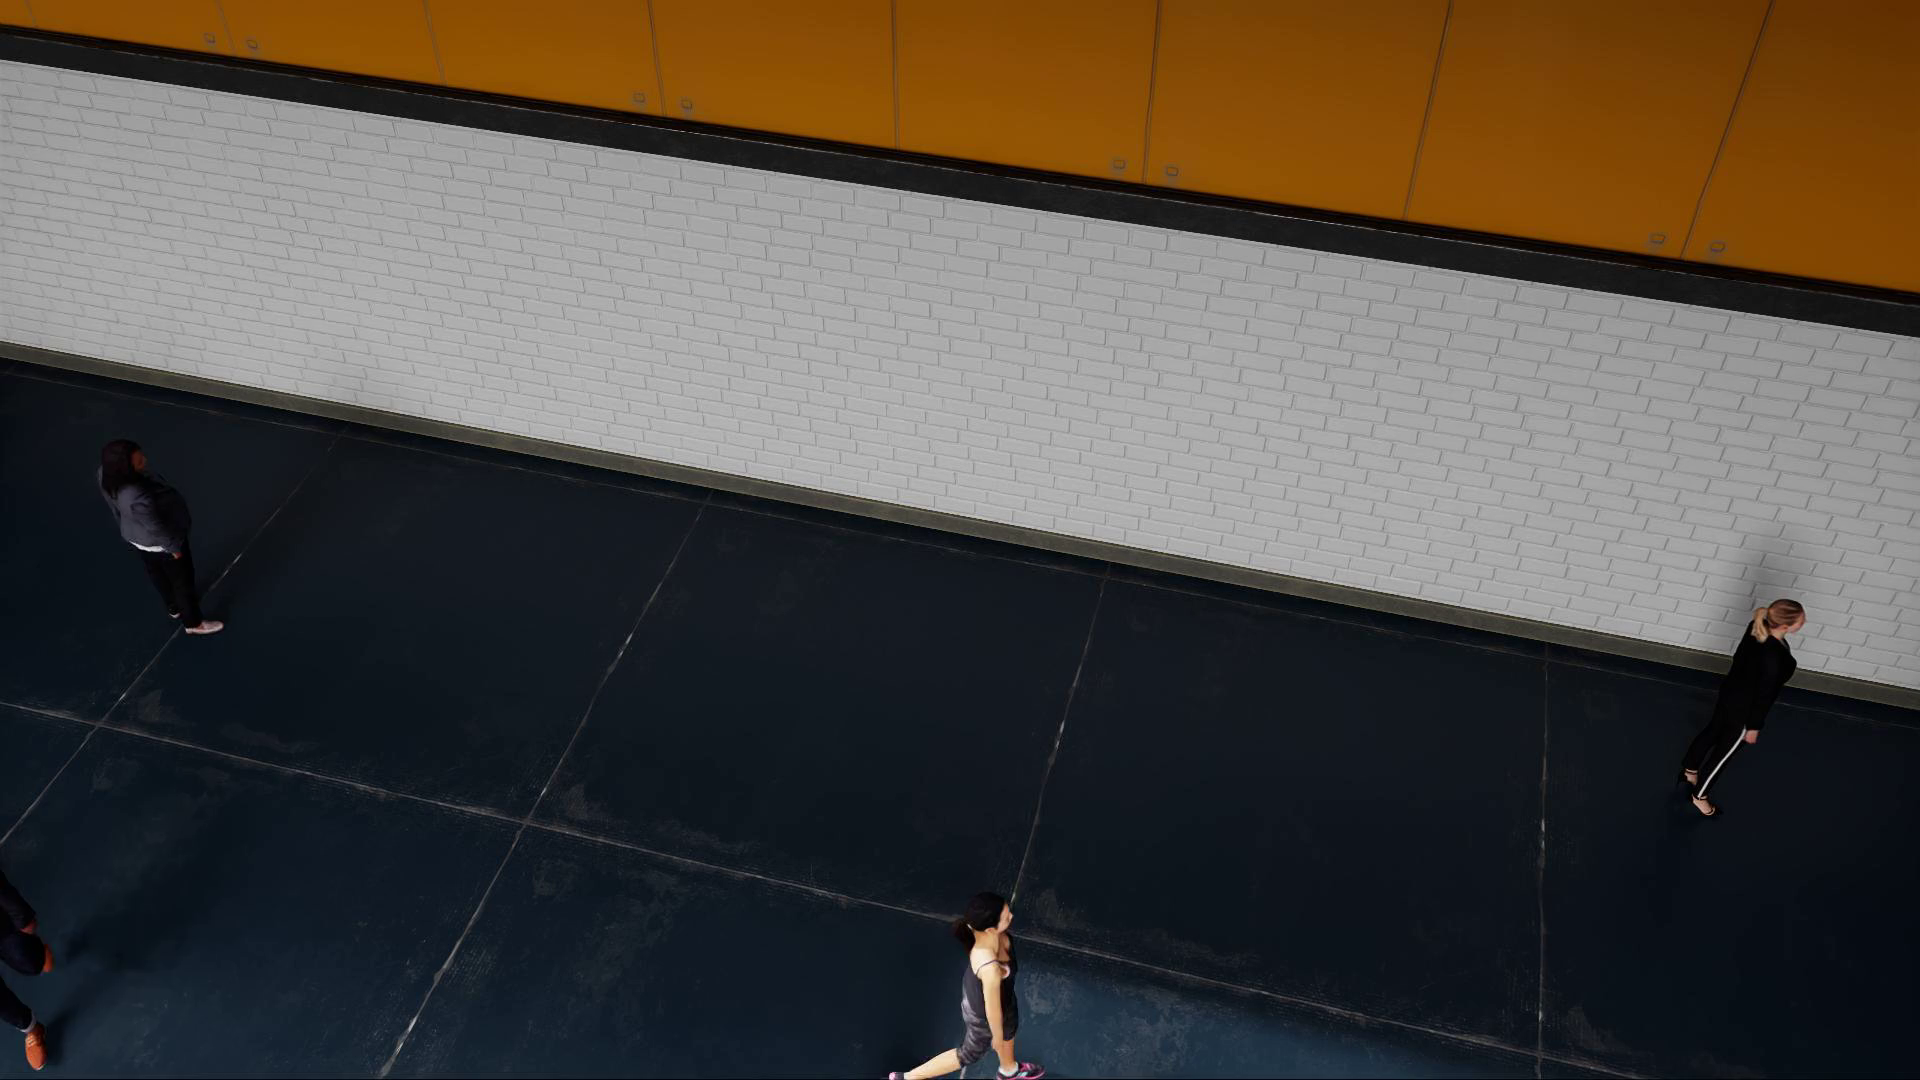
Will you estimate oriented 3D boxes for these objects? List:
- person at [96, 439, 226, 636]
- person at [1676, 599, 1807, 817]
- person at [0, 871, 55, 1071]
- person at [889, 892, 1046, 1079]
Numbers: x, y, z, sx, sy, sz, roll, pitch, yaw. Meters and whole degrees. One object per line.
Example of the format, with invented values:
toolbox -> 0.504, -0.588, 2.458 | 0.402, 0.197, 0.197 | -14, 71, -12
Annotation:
person -> -5.291, -0.058, 10.858 | 0.822, 1.594, 0.795 | 17, 46, 17
person -> 4.545, 0.965, 9.704 | 0.709, 1.706, 0.536 | 3, 44, 4
person -> -5.071, 1.964, 8.588 | 1.069, 1.799, 1.135 | -20, 47, -20
person -> 0.033, 2.318, 8.288 | 0.911, 1.700, 1.074 | -6, 44, -6
